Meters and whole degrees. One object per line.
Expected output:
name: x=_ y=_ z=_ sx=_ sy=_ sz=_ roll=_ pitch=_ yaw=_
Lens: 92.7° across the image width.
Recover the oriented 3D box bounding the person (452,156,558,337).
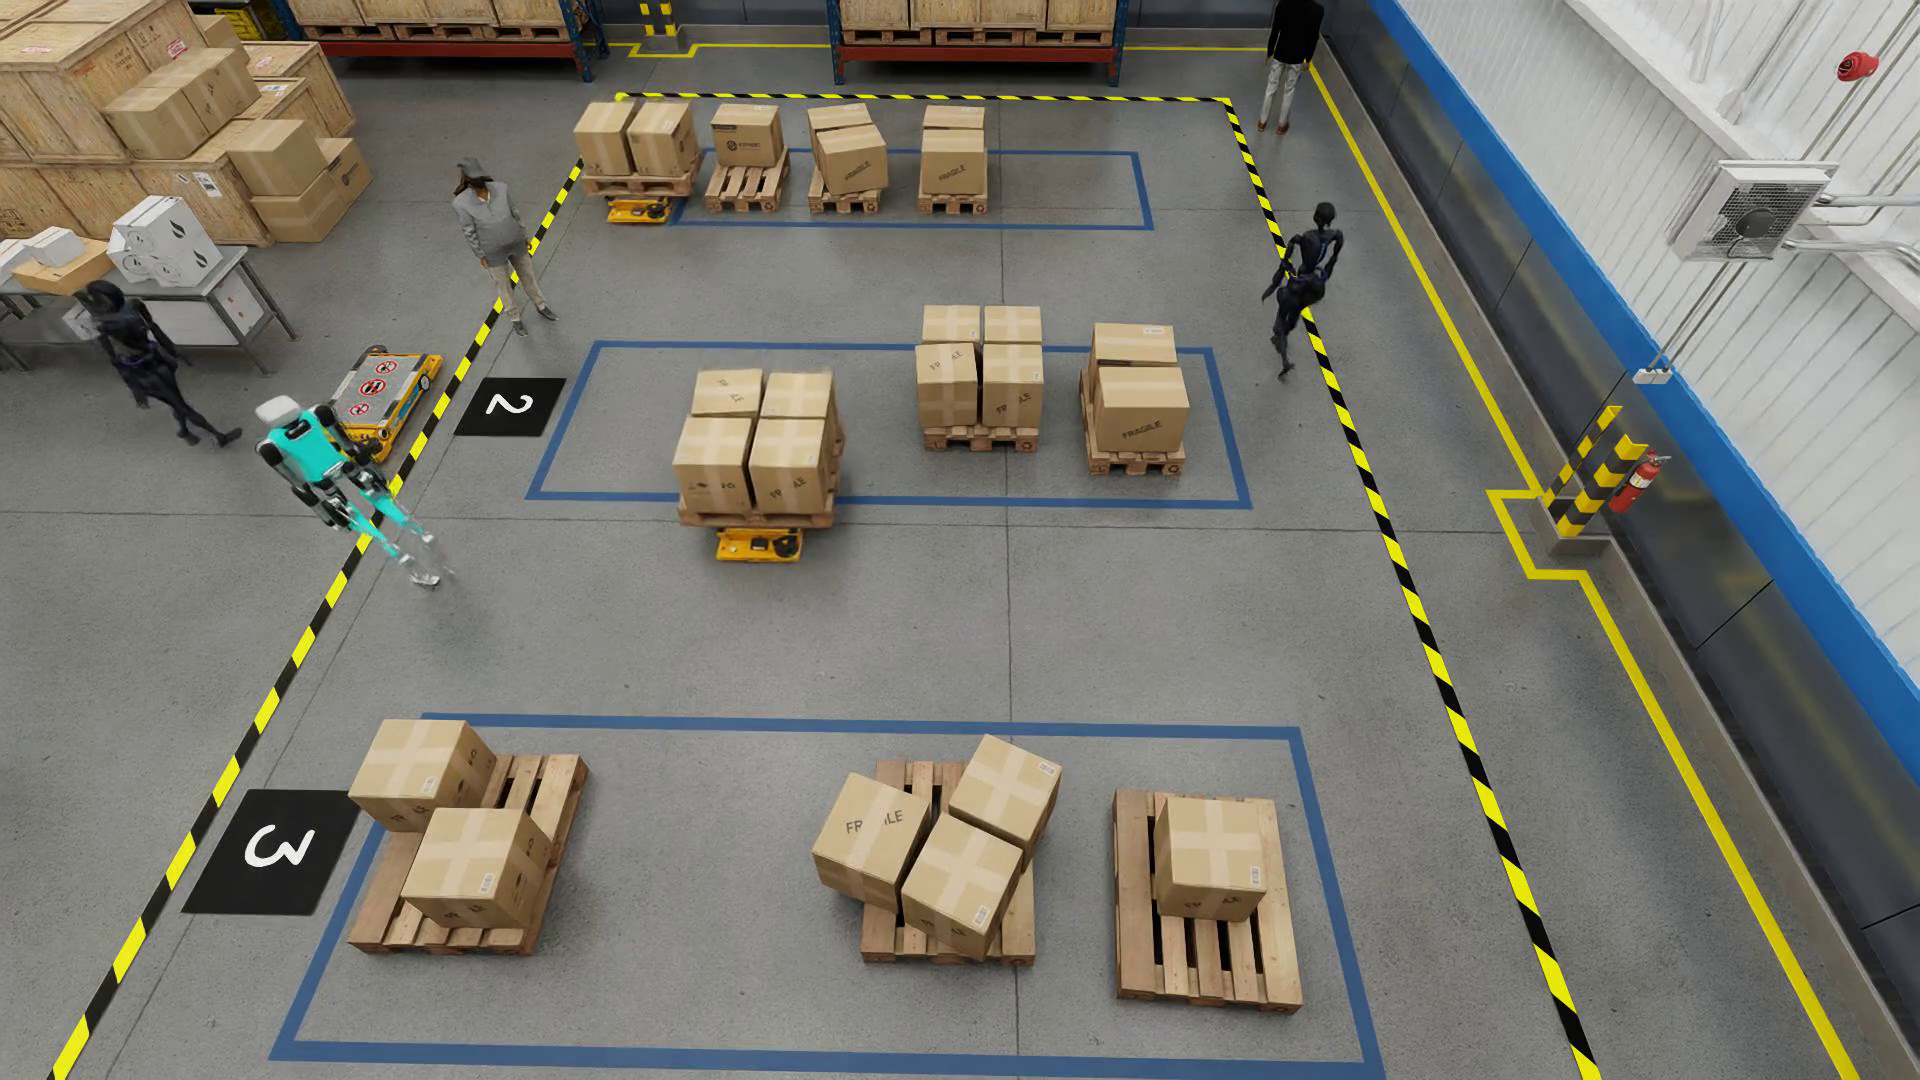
person: x=-4.385 y=-2.811 z=8.762 sx=0.396 sy=1.769 sz=0.563 roll=34 pitch=58 yaw=25

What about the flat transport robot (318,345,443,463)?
flat transport robot: x=-5.383 y=-1.269 z=8.441 sx=0.659 sy=0.231 sz=1.431 roll=1 pitch=50 yaw=1

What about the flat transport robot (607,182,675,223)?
flat transport robot: x=-3.711 y=-4.246 z=10.941 sx=0.652 sy=0.197 sz=1.431 roll=1 pitch=50 yaw=1

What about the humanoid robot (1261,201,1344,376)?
humanoid robot: x=3.153 y=-2.296 z=8.393 sx=0.602 sy=1.636 sz=0.635 roll=-7 pitch=50 yaw=-6

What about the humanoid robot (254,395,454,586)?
humanoid robot: x=-4.251 y=-0.217 z=6.618 sx=0.816 sy=1.811 sz=0.536 roll=22 pitch=53 yaw=17

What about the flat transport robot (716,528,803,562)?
flat transport robot: x=-1.602 y=-0.426 z=7.709 sx=0.652 sy=0.197 sz=1.431 roll=1 pitch=50 yaw=1

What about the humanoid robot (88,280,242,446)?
humanoid robot: x=-6.759 y=-1.431 z=7.677 sx=0.668 sy=1.624 sz=0.610 roll=0 pitch=50 yaw=0

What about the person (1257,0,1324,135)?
person: x=4.105 y=-6.041 z=11.425 sx=0.585 sy=1.878 sz=0.383 roll=19 pitch=52 yaw=15
